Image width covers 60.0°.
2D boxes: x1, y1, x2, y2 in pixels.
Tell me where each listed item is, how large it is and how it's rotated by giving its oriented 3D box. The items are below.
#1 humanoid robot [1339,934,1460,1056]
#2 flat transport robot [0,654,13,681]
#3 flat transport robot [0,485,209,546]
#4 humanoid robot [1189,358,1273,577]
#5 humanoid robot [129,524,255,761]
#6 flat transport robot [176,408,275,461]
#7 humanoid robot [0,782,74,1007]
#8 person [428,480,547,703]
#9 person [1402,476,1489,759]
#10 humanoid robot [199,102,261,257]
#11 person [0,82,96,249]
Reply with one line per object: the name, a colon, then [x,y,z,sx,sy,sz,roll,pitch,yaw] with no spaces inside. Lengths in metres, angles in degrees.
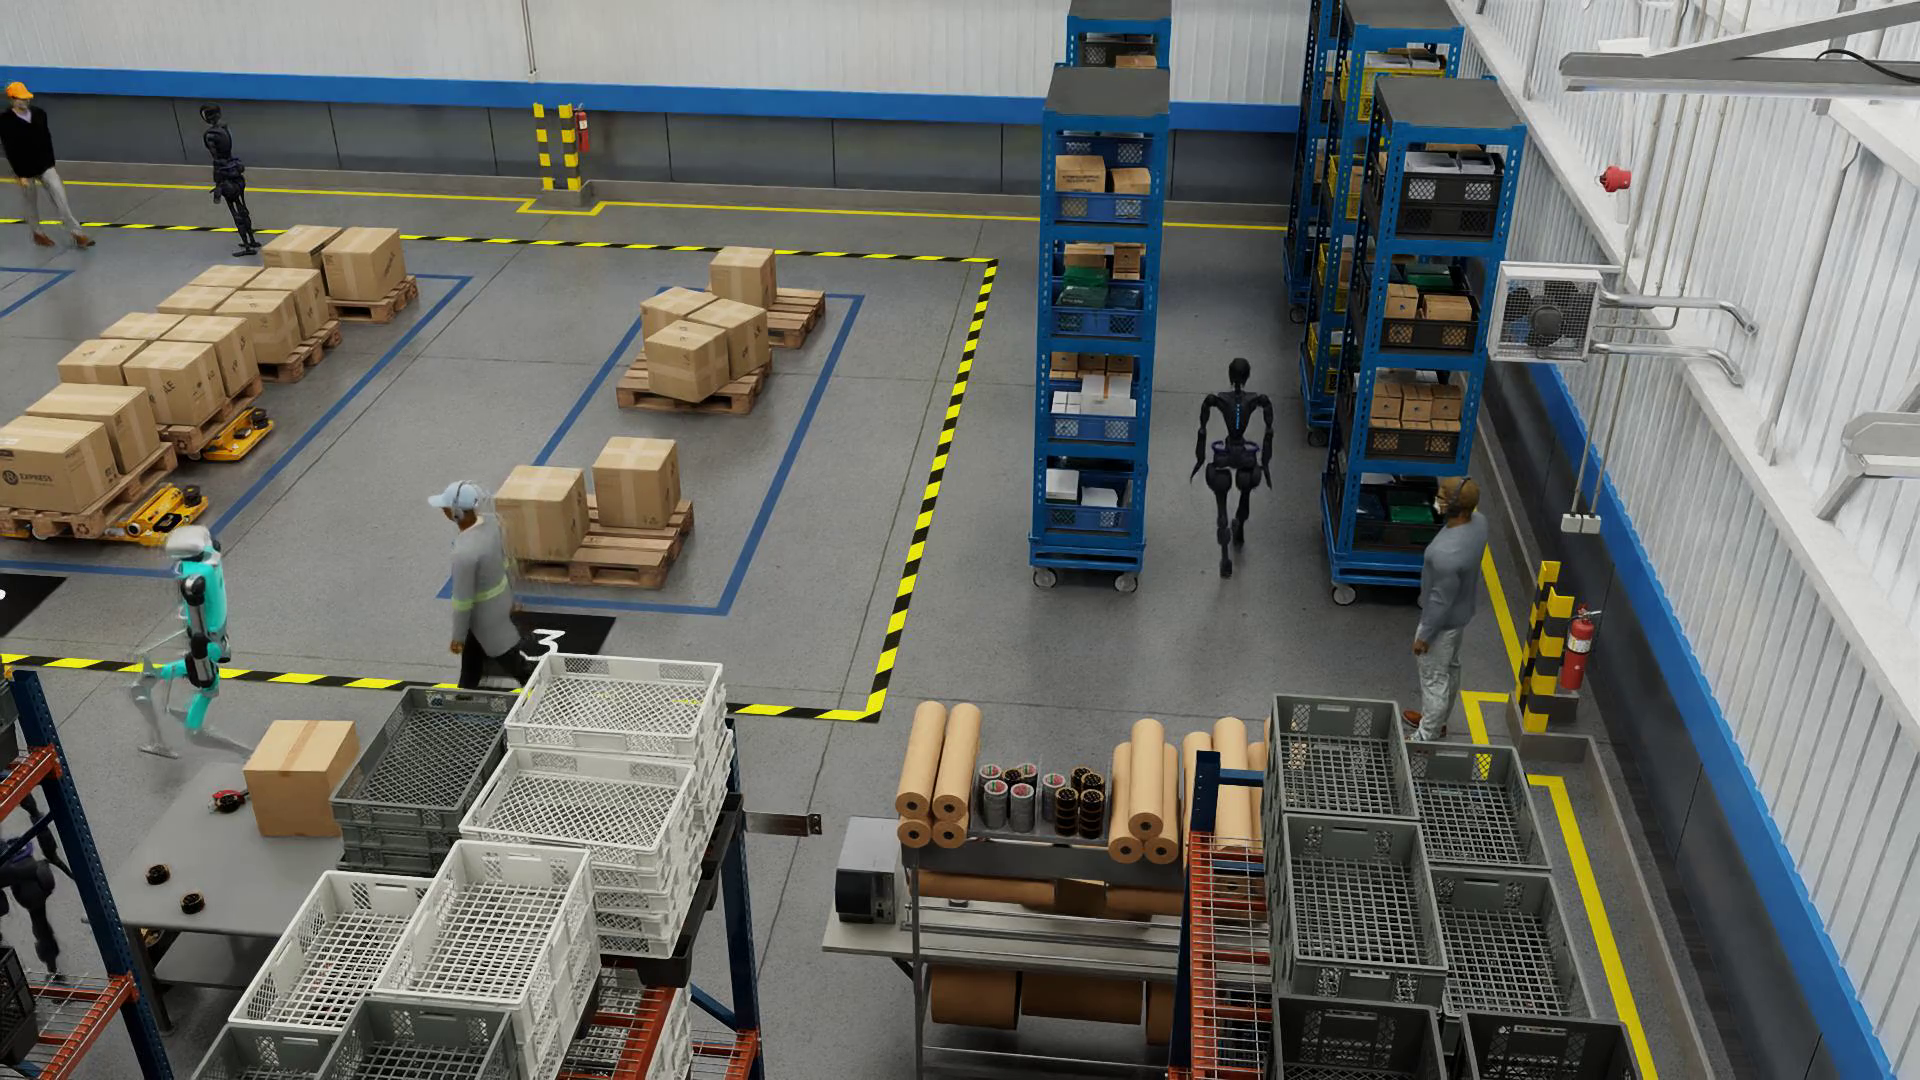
humanoid robot: [1.977,2.175,7.540,0.610,1.652,0.377,21,36,32]
flat transport robot: [-7.142,0.969,11.010,1.431,0.231,0.659,3,30,6]
flat transport robot: [-6.750,-0.236,13.052,1.431,0.197,0.652,3,30,6]
humanoid robot: [2.006,-0.586,12.310,0.601,1.635,0.732,2,30,3]
humanoid robot: [-4.760,0.737,10.016,1.053,1.779,0.546,-5,31,-9]
flat transport robot: [-6.728,-0.944,14.268,1.431,0.197,0.652,3,30,6]
humanoid robot: [-4.822,1.689,8.365,0.596,1.645,0.337,-21,36,-32]
person: [-2.979,0.440,10.393,0.995,1.801,0.593,0,30,0]
person: [2.953,0.473,10.202,0.372,1.940,0.627,18,35,28]
humanoid robot: [-7.909,-3.902,17.962,0.315,1.657,0.599,-2,30,-4]
person: [-9.982,-4.022,18.021,0.950,1.837,0.597,18,35,28]
